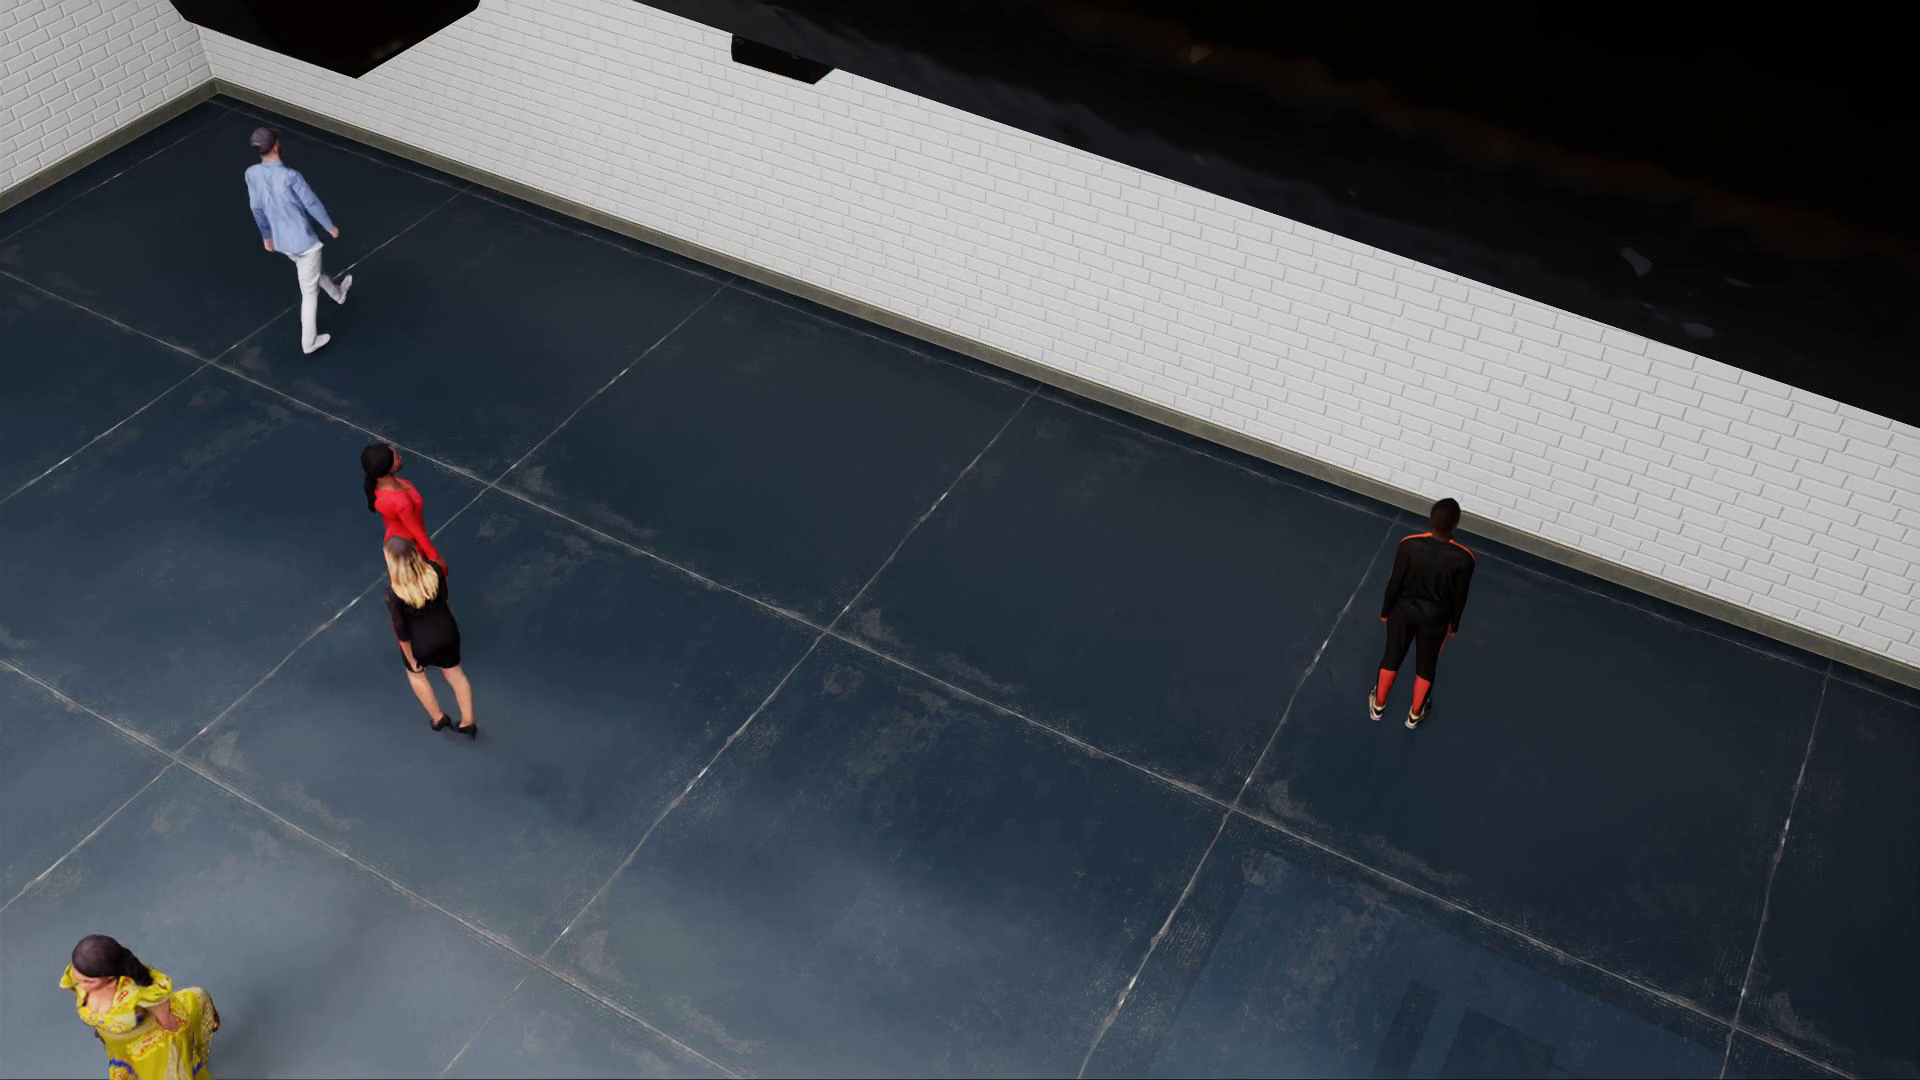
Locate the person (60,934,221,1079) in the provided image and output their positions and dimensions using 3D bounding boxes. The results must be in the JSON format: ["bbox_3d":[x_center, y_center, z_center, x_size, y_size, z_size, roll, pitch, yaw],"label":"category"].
[{"bbox_3d":[-4.034,2.397,8.325,0.938,1.639,1.126,9,44,9],"label":"person"}]

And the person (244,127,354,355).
[{"bbox_3d":[-5.269,-2.319,13.124,0.804,1.837,1.202,14,45,15],"label":"person"}]

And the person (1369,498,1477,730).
[{"bbox_3d":[2.835,0.450,10.239,0.662,1.808,0.578,15,46,15],"label":"person"}]

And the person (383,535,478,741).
[{"bbox_3d":[-3.160,0.656,10.130,0.685,1.660,0.597,33,53,30],"label":"person"}]

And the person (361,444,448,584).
[{"bbox_3d":[-3.600,0.115,10.623,0.820,1.772,0.762,-24,49,-23],"label":"person"}]
